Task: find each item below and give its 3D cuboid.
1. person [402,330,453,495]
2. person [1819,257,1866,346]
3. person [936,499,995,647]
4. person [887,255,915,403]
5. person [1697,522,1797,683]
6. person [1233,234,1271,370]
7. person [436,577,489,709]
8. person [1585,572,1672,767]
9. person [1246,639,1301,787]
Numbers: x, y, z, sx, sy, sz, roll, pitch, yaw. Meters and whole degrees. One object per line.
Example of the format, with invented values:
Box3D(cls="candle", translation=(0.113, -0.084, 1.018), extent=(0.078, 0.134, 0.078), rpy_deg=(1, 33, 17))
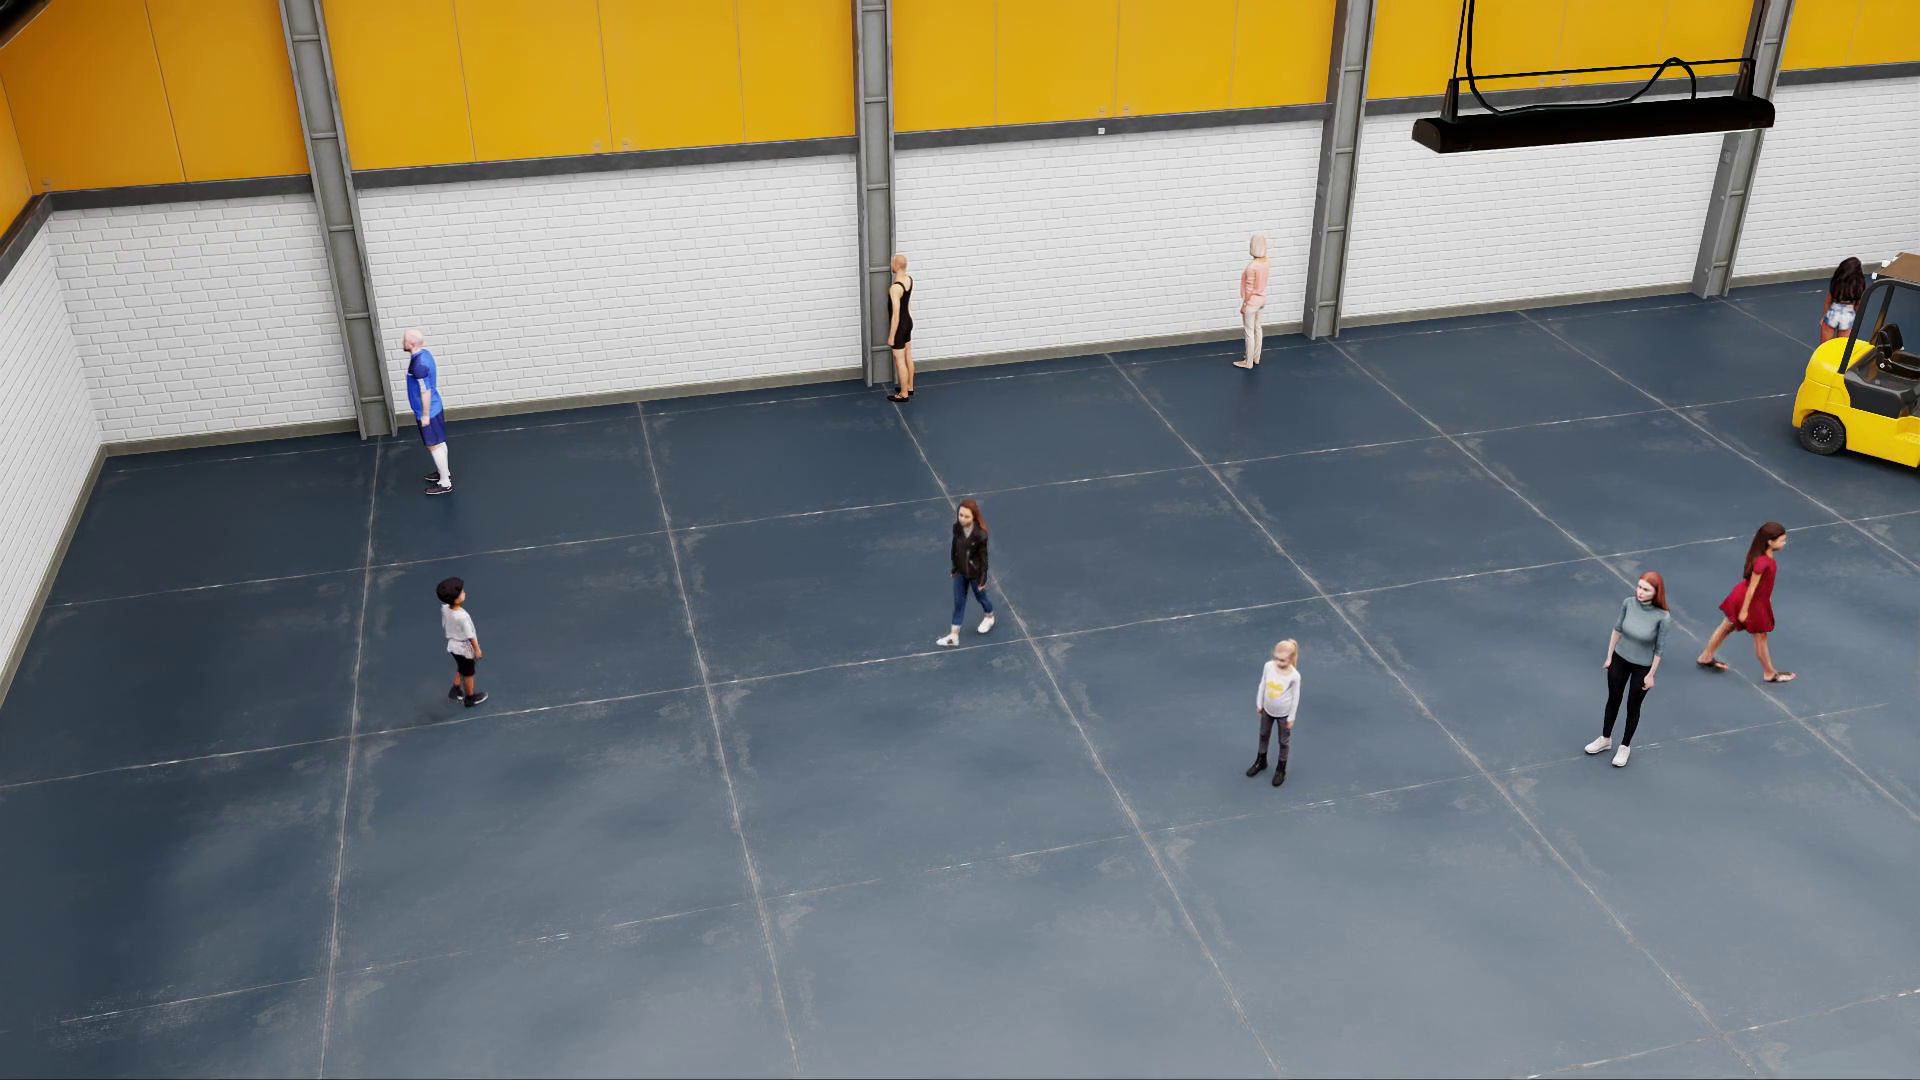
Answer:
Box3D(cls="person", translation=(-5.694, -1.393, 17.770), extent=(0.533, 1.841, 0.659), rpy_deg=(-7, 29, -13))
Box3D(cls="person", translation=(10.741, -2.673, 20.342), extent=(0.651, 1.626, 0.723), rpy_deg=(11, 30, 19))
Box3D(cls="person", translation=(0.145, 0.257, 15.164), extent=(0.909, 1.439, 1.014), rpy_deg=(20, 34, 32))
Box3D(cls="person", translation=(-0.706, -2.537, 19.895), extent=(0.715, 1.815, 0.716), rpy_deg=(10, 30, 17))
Box3D(cls="person", translation=(6.856, 0.527, 14.595), extent=(1.064, 1.510, 0.965), rpy_deg=(13, 31, 23))
Box3D(cls="person", translation=(3.685, -2.998, 20.833), extent=(0.742, 1.725, 0.654), rpy_deg=(20, 35, 33))
Box3D(cls="person", translation=(-4.297, 0.903, 14.175), extent=(0.598, 1.252, 0.655), rpy_deg=(26, 38, 38))
Box3D(cls="person", translation=(5.435, 1.024, 13.442), extent=(0.674, 1.743, 0.661), rpy_deg=(-22, 36, -35))
Box3D(cls="person", translation=(2.547, 1.352, 13.324), extent=(0.583, 1.280, 0.635), rpy_deg=(19, 34, 31))
